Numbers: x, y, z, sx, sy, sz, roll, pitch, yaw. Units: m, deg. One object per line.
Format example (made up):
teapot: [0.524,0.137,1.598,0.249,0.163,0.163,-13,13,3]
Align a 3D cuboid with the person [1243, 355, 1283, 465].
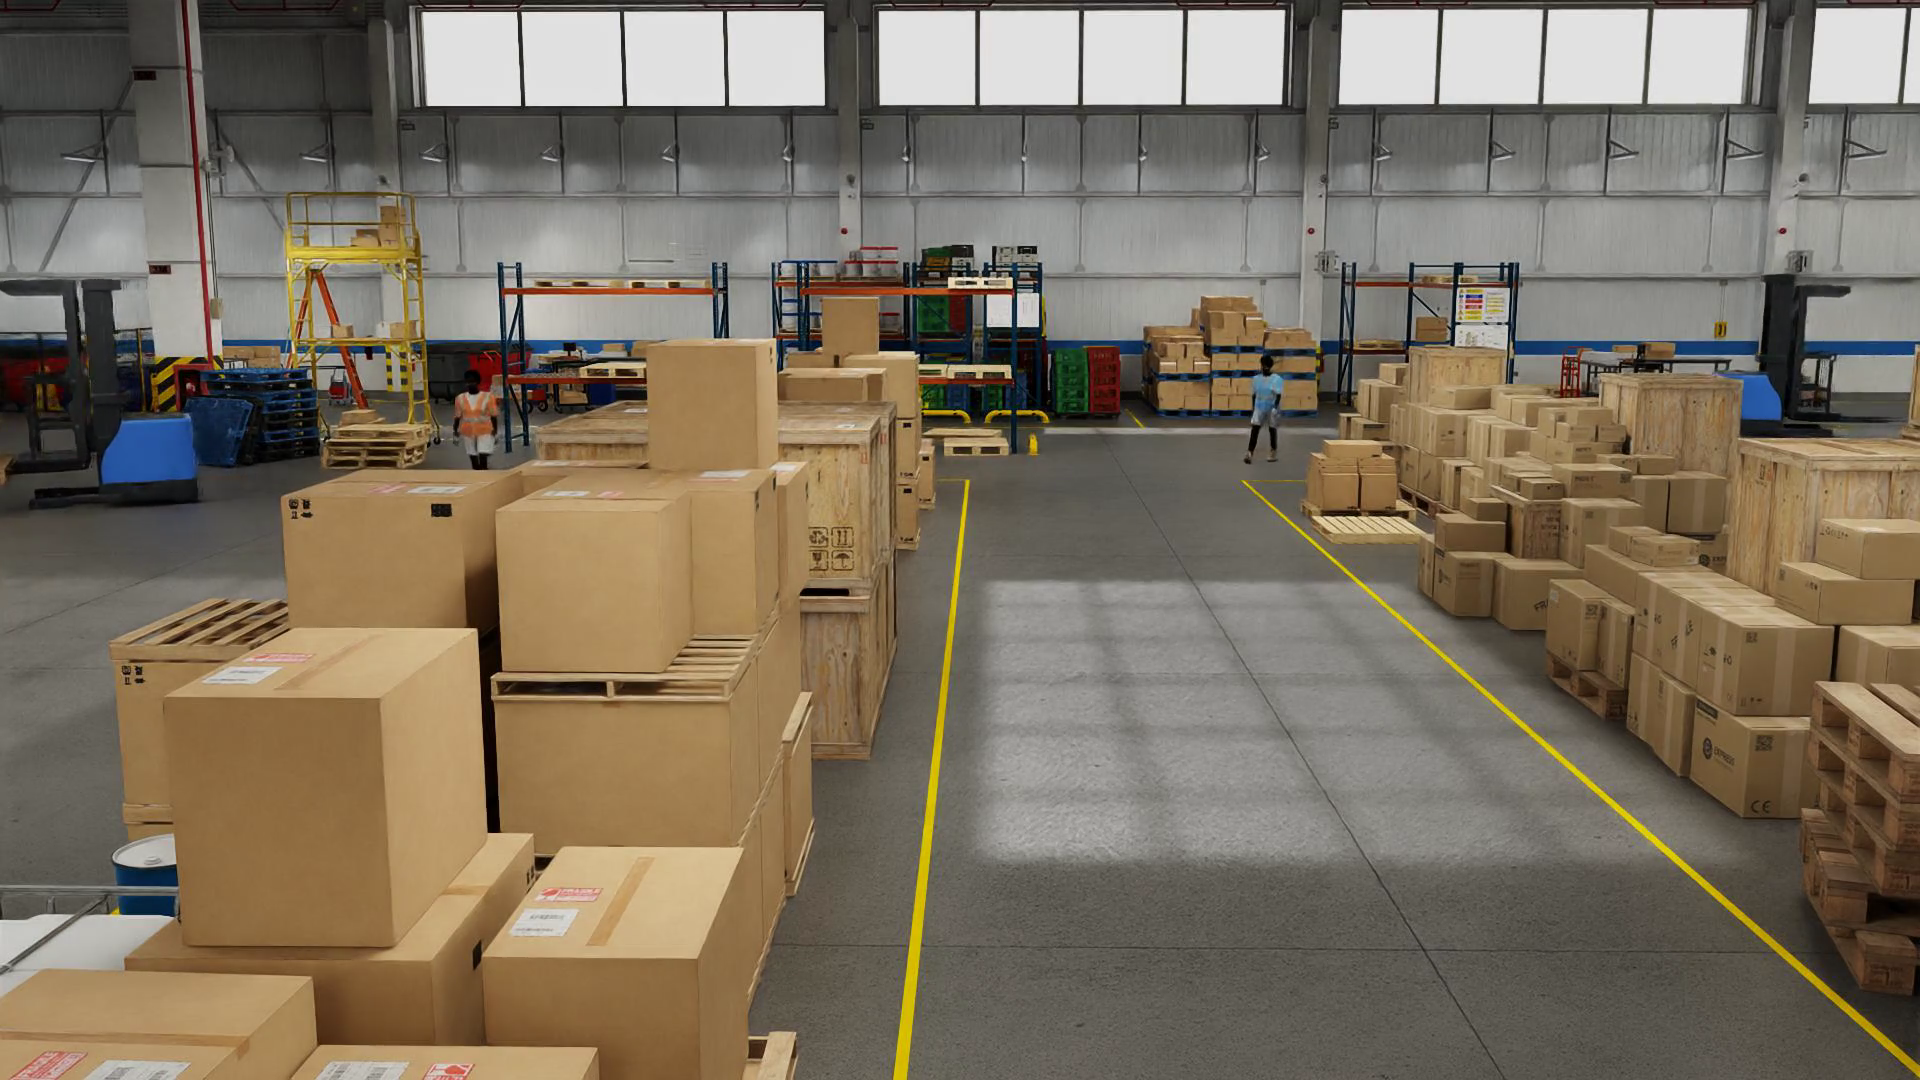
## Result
person: [4.603,-1.957,25.035,0.538,1.638,0.918,5,11,26]

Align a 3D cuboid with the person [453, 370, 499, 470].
person: [-6.199,-1.324,21.194,0.556,1.655,0.839,0,9,2]

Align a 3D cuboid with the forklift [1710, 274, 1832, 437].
forklift: [14.240,-3.258,29.148,1.873,2.768,1.129,3,10,15]

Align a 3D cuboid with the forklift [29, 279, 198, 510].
forklift: [-10.671,-1.867,20.817,1.873,2.768,1.129,-4,10,-25]
